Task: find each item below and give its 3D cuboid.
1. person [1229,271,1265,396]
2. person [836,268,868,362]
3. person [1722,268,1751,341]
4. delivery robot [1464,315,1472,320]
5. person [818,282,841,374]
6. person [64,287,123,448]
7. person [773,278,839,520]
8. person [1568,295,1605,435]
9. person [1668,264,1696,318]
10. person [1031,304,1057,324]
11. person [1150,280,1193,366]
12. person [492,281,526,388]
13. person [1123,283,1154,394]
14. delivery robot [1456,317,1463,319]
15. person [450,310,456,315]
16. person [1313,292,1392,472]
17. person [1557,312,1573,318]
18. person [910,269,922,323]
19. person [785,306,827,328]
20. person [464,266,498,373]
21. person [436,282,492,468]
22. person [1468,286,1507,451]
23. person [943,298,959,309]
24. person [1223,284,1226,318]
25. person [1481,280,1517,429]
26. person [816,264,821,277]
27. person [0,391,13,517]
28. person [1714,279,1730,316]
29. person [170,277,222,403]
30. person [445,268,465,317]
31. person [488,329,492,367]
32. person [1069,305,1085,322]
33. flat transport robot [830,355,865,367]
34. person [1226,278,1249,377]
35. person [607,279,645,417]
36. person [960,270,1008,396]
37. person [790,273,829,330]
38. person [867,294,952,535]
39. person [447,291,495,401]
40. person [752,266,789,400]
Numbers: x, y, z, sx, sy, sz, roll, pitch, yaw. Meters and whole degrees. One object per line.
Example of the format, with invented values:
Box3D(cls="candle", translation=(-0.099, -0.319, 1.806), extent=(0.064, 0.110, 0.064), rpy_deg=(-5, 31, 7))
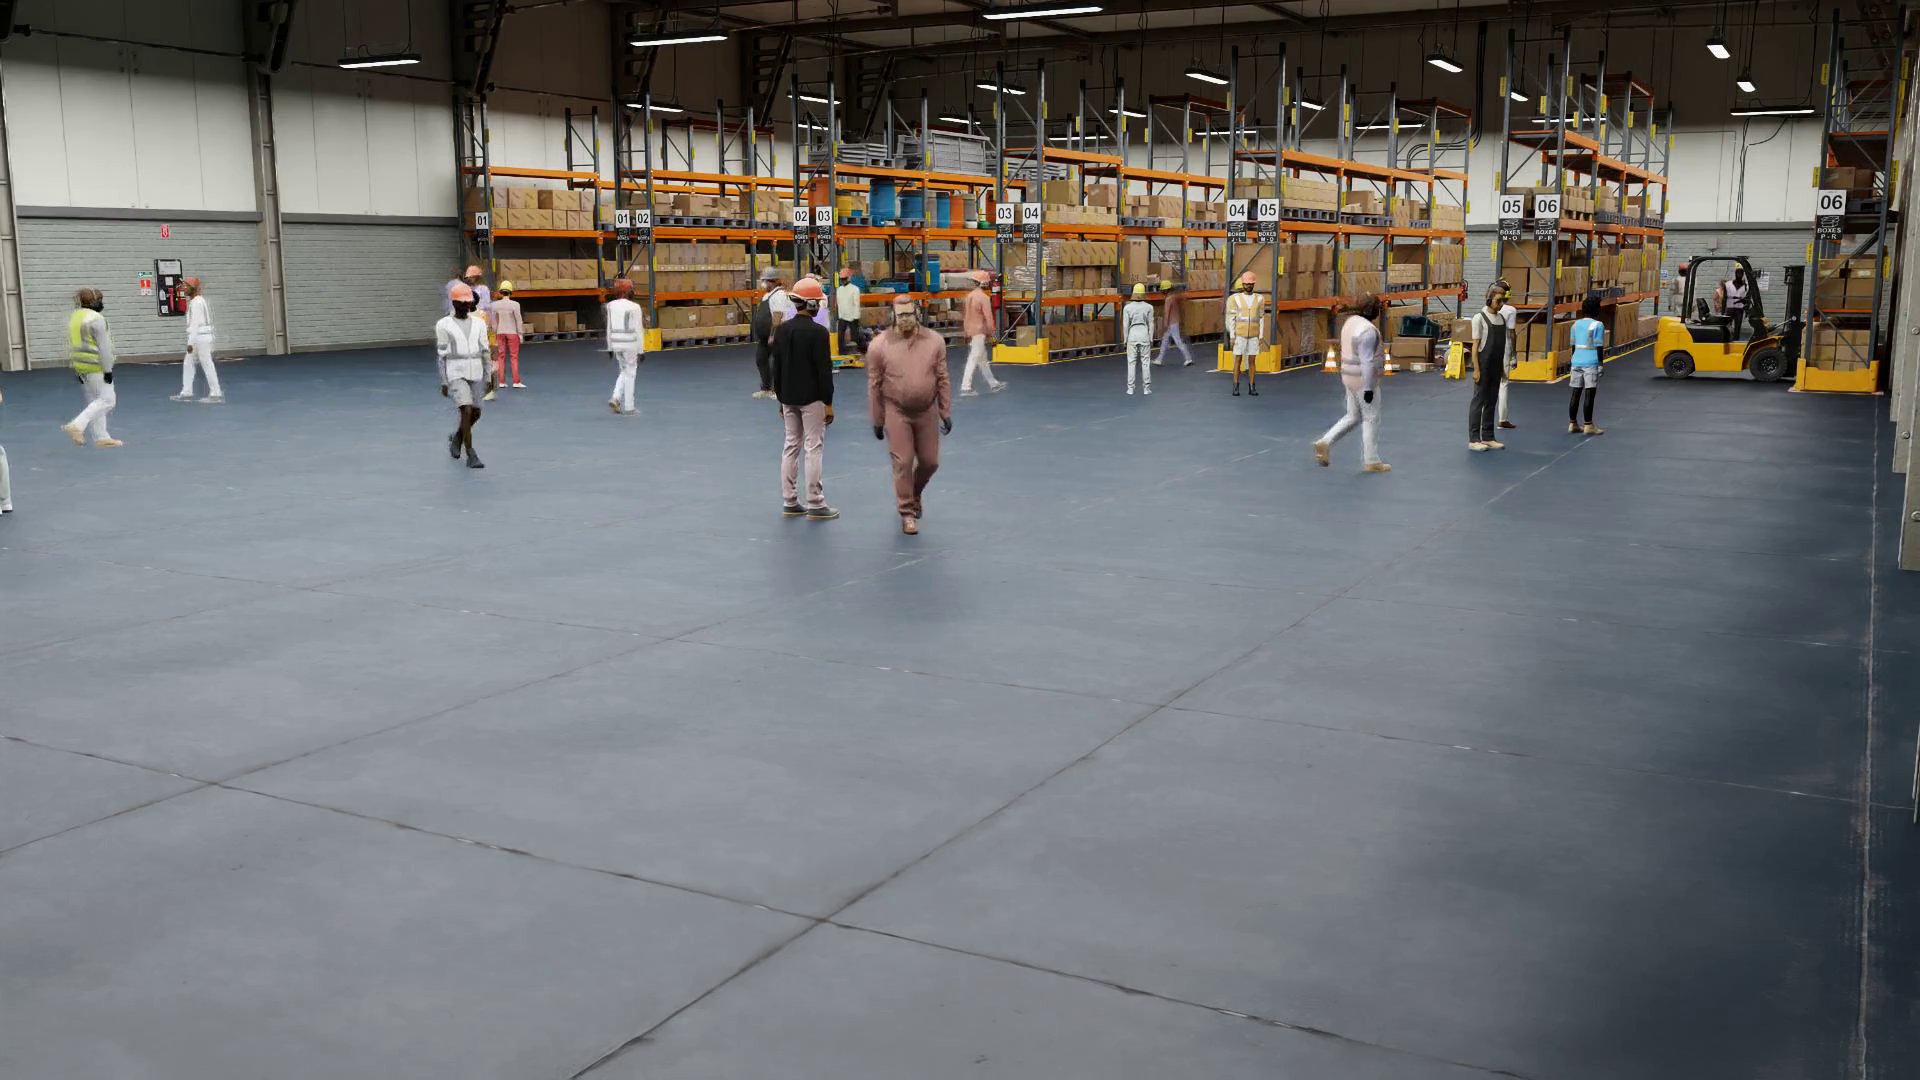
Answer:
Box3D(cls="person", translation=(4.483, -3.216, 25.971), extent=(0.551, 1.937, 0.357), rpy_deg=(0, 10, -3))
Box3D(cls="person", translation=(-2.189, -4.499, 33.473), extent=(0.614, 1.957, 0.930), rpy_deg=(6, 11, 32))
Box3D(cls="person", translation=(17.883, -5.315, 38.331), extent=(0.606, 1.903, 0.562), rpy_deg=(5, 11, 27))
Box3D(cls="delivery robot", translation=(13.865, -5.918, 45.558), extent=(0.707, 0.478, 0.477), rpy_deg=(-2, 10, -10))
Box3D(cls="person", translation=(-2.679, -3.863, 30.429), extent=(0.955, 1.711, 0.531), rpy_deg=(-6, 12, -33))
Box3D(cls="person", translation=(-9.798, -1.920, 18.711), extent=(0.639, 1.826, 0.582), rpy_deg=(8, 13, 40))
Box3D(cls="person", translation=(-1.272, -1.166, 13.797), extent=(0.623, 1.992, 0.396), rpy_deg=(8, 12, 39))
Box3D(cls="person", translation=(7.677, -2.134, 20.342), extent=(0.318, 1.696, 0.537), rpy_deg=(-4, 10, -21))
Box3D(cls="person", translation=(18.415, -6.040, 42.414), extent=(0.605, 1.995, 1.053), rpy_deg=(2, 10, 11))
Box3D(cls="person", translation=(1.901, -5.207, 37.649), extent=(0.626, 1.933, 0.358), rpy_deg=(0, 10, 0))
Box3D(cls="person", translation=(4.237, -4.307, 33.051), extent=(0.882, 1.700, 0.564), rpy_deg=(2, 10, 12))
Box3D(cls="person", translation=(-7.451, -3.384, 27.453), extent=(0.533, 1.769, 0.311), rpy_deg=(2, 10, 13))
Box3D(cls="person", translation=(2.819, -3.171, 26.272), extent=(0.484, 1.745, 0.298), rpy_deg=(1, 10, 6))
Box3D(cls="delivery robot", translation=(13.848, -6.016, 46.132), extent=(0.477, 0.478, 0.707), rpy_deg=(-4, 10, -22))
Box3D(cls="person", translation=(-7.959, -3.190, 26.823), extent=(0.496, 1.588, 0.881), rpy_deg=(-2, 10, -9))
Box3D(cls="person", translation=(3.993, -1.582, 16.753), extent=(0.723, 1.818, 0.635), rpy_deg=(-2, 10, -10))
Box3D(cls="person", translation=(16.550, -6.504, 45.503), extent=(0.695, 1.837, 0.530), rpy_deg=(6, 11, 32))
Box3D(cls="person", translation=(-1.225, -6.287, 44.252), extent=(0.589, 1.834, 0.403), rpy_deg=(7, 12, 34))
Box3D(cls="person", translation=(-1.968, -2.395, 21.466), extent=(0.580, 1.833, 0.605), rpy_deg=(-3, 10, -18))
Box3D(cls="person", translation=(-8.933, -4.036, 30.626), extent=(0.636, 1.981, 1.072), rpy_deg=(9, 13, 43))
Box3D(cls="person", translation=(-5.183, -1.723, 17.322), extent=(0.553, 1.913, 0.821), rpy_deg=(-9, 13, -41))
Box3D(cls="person", translation=(5.947, -1.924, 18.678), extent=(0.508, 1.845, 0.345), rpy_deg=(-6, 12, -33))
Box3D(cls="person", translation=(-0.321, -8.279, 56.660), extent=(0.507, 1.574, 0.927), rpy_deg=(-4, 10, -20))
Box3D(cls="person", translation=(6.437, -5.281, 38.247), extent=(0.672, 1.871, 0.874), rpy_deg=(7, 12, 34))
Box3D(cls="person", translation=(6.832, -2.344, 21.055), extent=(0.329, 1.874, 0.507), rpy_deg=(-9, 13, -42))
Box3D(cls="person", translation=(-4.017, -6.928, 47.658), extent=(0.614, 1.972, 0.408), rpy_deg=(8, 13, 41))
Box3D(cls="person", translation=(-8.210, -1.141, 13.860), extent=(0.375, 1.922, 0.594), rpy_deg=(-1, 10, -8))
Box3D(cls="person", translation=(19.195, -5.748, 41.767), extent=(0.522, 1.597, 0.673), rpy_deg=(3, 10, 15))
Box3D(cls="person", translation=(-11.354, -2.929, 24.513), extent=(0.831, 1.853, 0.618), rpy_deg=(-4, 11, -25))
Box3D(cls="person", translation=(-10.831, -4.963, 36.291), extent=(0.662, 1.896, 0.952), rpy_deg=(7, 12, 36))
Box3D(cls="person", translation=(-9.115, -4.071, 31.893), extent=(0.706, 1.606, 0.515), rpy_deg=(-1, 10, -4))
Box3D(cls="person", translation=(3.608, -7.761, 52.764), extent=(0.587, 1.874, 1.021), rpy_deg=(-7, 12, -36))
Box3D(cls="flat transport robot", translation=(-2.627, -3.458, 32.256), extent=(1.431, 0.197, 0.652), rpy_deg=(-6, 12, -33))
Box3D(cls="person", translation=(5.102, -3.833, 30.031), extent=(0.620, 1.777, 0.855), rpy_deg=(0, 10, 1))
Box3D(cls="person", translation=(-4.503, -2.590, 22.491), extent=(0.610, 1.872, 0.416), rpy_deg=(6, 11, 32))
Box3D(cls="person", translation=(0.391, -3.226, 26.001), extent=(0.998, 1.944, 0.659), rpy_deg=(-5, 11, -28))
Box3D(cls="person", translation=(-2.378, -3.275, 26.426), extent=(0.639, 1.902, 0.406), rpy_deg=(-4, 10, -21))
Box3D(cls="person", translation=(-0.408, -1.004, 13.174), extent=(0.659, 1.882, 0.591), rpy_deg=(-3, 10, -15))
Box3D(cls="person", translation=(-7.270, -2.867, 24.731), extent=(0.552, 1.647, 0.843), rpy_deg=(5, 11, 29))
Box3D(cls="person", translation=(-2.886, -3.129, 25.161), extent=(0.669, 2.000, 0.697), rpy_deg=(-5, 11, -27))
